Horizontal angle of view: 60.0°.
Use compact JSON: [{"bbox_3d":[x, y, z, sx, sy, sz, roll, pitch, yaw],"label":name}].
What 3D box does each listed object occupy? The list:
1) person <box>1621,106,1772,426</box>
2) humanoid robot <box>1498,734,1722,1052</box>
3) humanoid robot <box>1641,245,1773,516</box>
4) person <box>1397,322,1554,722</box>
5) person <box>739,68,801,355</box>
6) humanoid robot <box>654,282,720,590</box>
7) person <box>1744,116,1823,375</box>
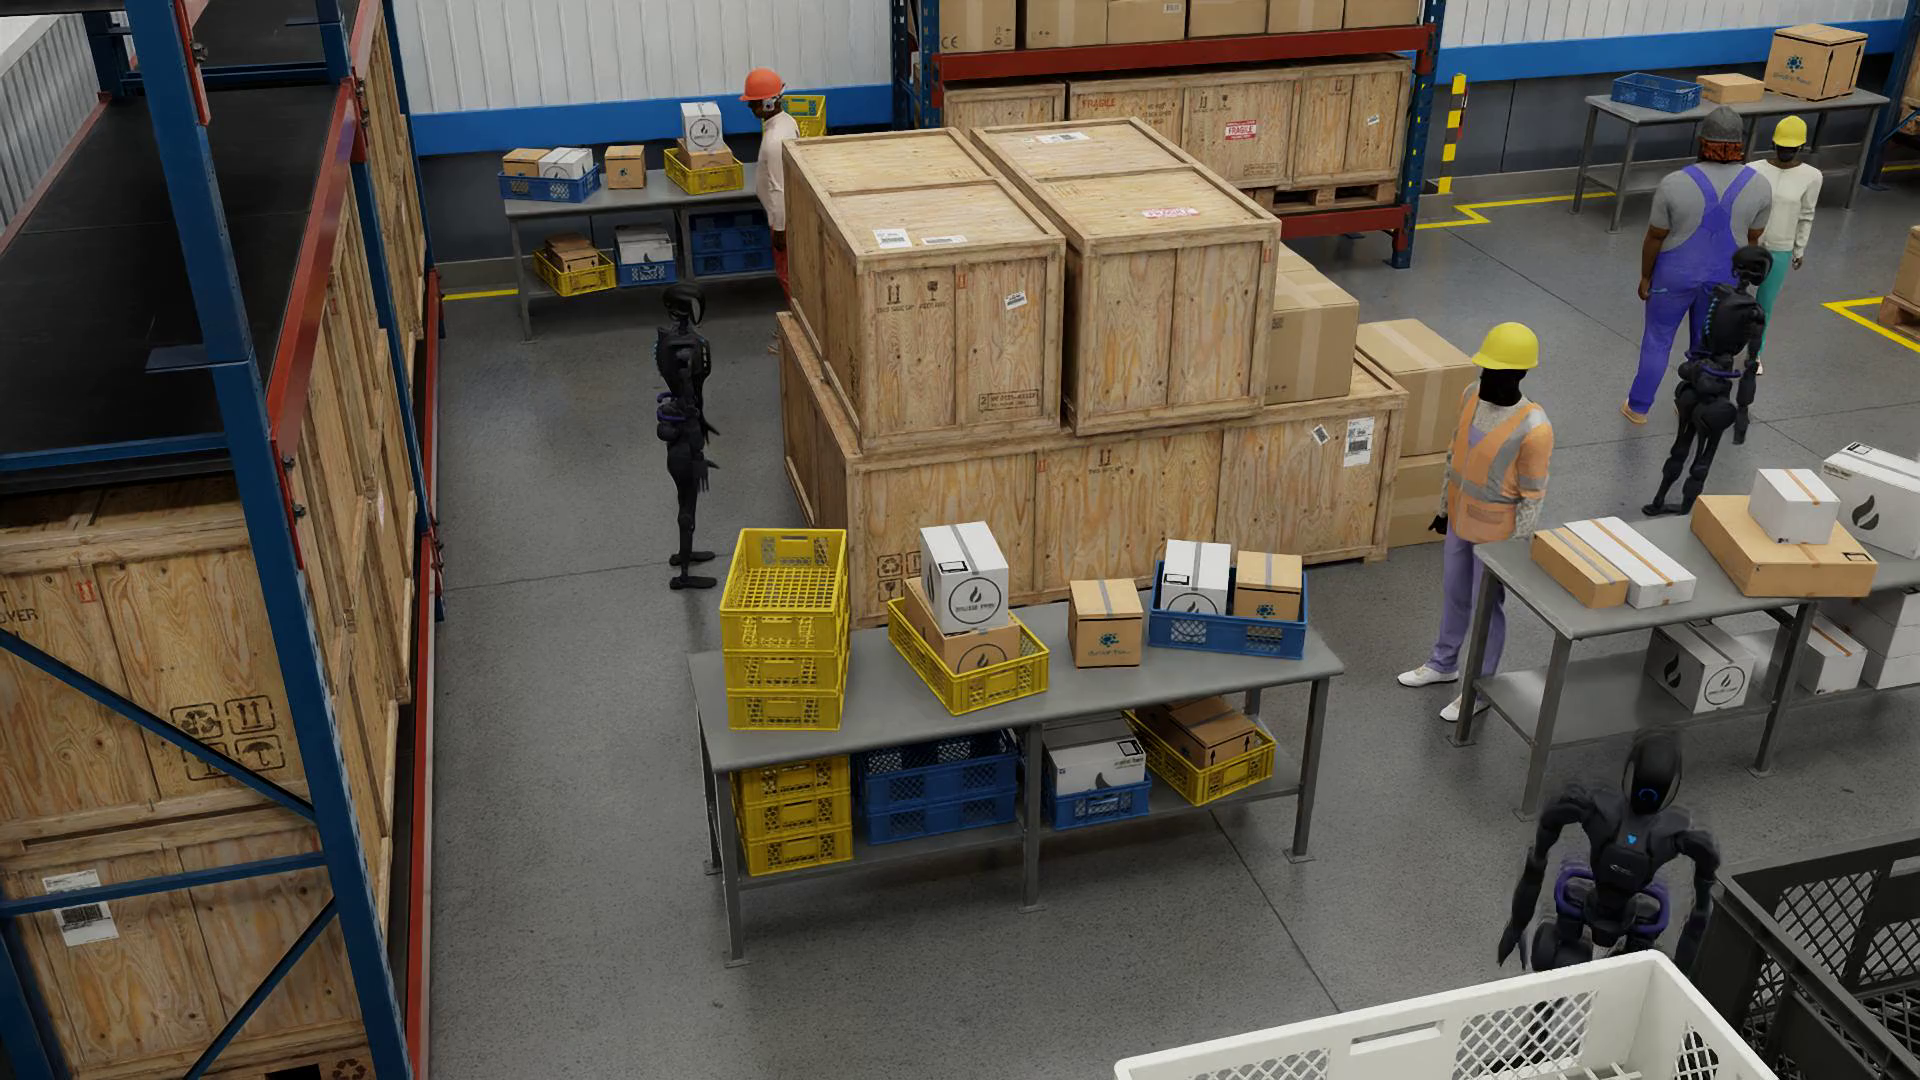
[{"bbox_3d":[4.562,-1.692,10.353,0.680,2.000,0.536,5,29,9],"label":"person"},{"bbox_3d":[2.023,1.310,5.275,0.589,1.656,0.392,12,31,21],"label":"humanoid robot"},{"bbox_3d":[4.141,-0.825,9.152,0.342,1.647,0.576,-3,29,-6],"label":"humanoid robot"},{"bbox_3d":[2.359,-0.077,7.535,0.356,1.930,0.586,-11,31,-19],"label":"person"},{"bbox_3d":[-1.249,-2.238,11.418,0.431,1.977,0.602,1,29,1],"label":"person"},{"bbox_3d":[-1.413,-0.552,8.658,0.335,1.650,0.573,-4,29,-8],"label":"humanoid robot"},{"bbox_3d":[5.370,-1.954,11.110,0.528,1.767,0.327,9,30,16],"label":"person"}]
